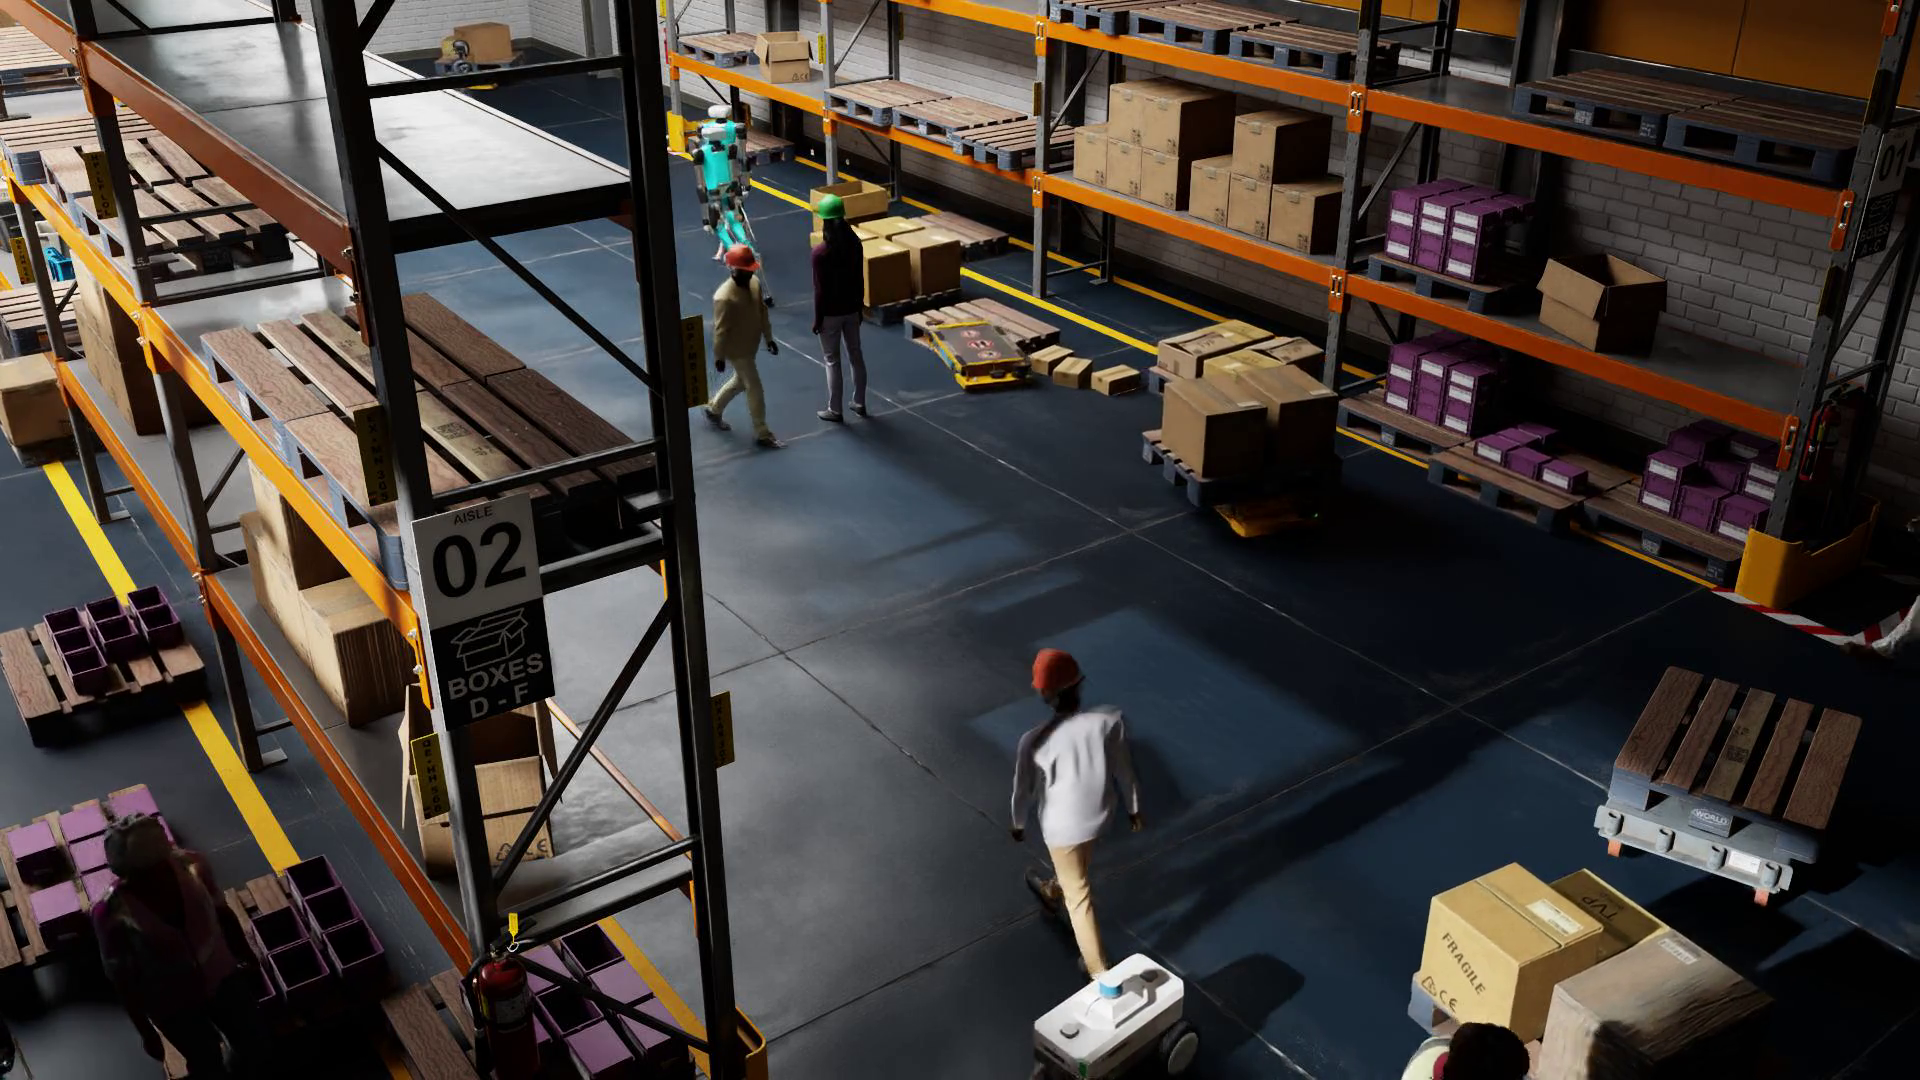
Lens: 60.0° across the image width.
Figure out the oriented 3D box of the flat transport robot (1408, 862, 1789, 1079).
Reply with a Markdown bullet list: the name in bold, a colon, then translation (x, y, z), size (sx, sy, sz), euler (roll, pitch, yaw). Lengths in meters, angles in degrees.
- **flat transport robot**: translation (2.782, 2.341, 7.331), size (1.431, 0.231, 0.659), euler (-14, 30, -26)

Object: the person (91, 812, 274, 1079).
- **person**: translation (-3.072, 1.800, 6.677), size (0.402, 1.816, 0.591), euler (19, 32, 33)

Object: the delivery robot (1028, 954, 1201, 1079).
- **delivery robot**: translation (0.680, 2.168, 7.377), size (0.797, 0.613, 0.499), euler (-23, 34, -38)

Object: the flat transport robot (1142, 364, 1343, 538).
- **flat transport robot**: translation (2.151, -0.431, 12.845), size (0.659, 0.231, 1.431), euler (-9, 28, -17)

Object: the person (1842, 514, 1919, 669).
- **person**: translation (6.218, -0.004, 10.213), size (1.064, 1.882, 0.642), euler (6, 27, 13)

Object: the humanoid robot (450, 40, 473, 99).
- **humanoid robot**: translation (-6.518, -5.758, 21.923), size (0.774, 1.623, 0.585), euler (-14, 30, -26)

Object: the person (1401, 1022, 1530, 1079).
- **person**: translation (1.544, 2.322, 5.658), size (0.562, 1.821, 0.648), euler (9, 28, 18)

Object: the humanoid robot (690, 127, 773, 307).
- **humanoid robot**: translation (-2.220, -3.192, 16.755), size (0.960, 1.810, 0.549), euler (24, 35, 39)

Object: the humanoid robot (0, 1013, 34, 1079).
- **humanoid robot**: translation (-3.675, 2.042, 6.313), size (1.032, 1.722, 0.540), euler (7, 27, 13)

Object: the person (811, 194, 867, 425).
- **person**: translation (-1.013, -1.925, 13.947), size (0.496, 1.948, 0.427), euler (-18, 32, -32)

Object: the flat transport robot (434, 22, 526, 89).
- **flat transport robot**: translation (-7.720, -7.518, 26.941), size (0.659, 0.231, 1.431), euler (0, 27, 1)

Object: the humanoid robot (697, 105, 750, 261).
- **humanoid robot**: translation (-2.515, -3.877, 18.068), size (0.530, 1.782, 0.761), euler (0, 27, 1)

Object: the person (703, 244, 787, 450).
- **person**: translation (-1.822, -1.615, 13.588), size (0.822, 1.714, 0.557), euler (10, 28, 19)

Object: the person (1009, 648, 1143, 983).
- **person**: translation (0.514, 1.267, 7.878), size (0.607, 1.684, 0.884), euler (-15, 30, -27)

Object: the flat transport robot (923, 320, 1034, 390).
- **flat transport robot**: translation (0.157, -1.742, 15.453), size (0.659, 0.231, 1.431), euler (-8, 28, -15)
